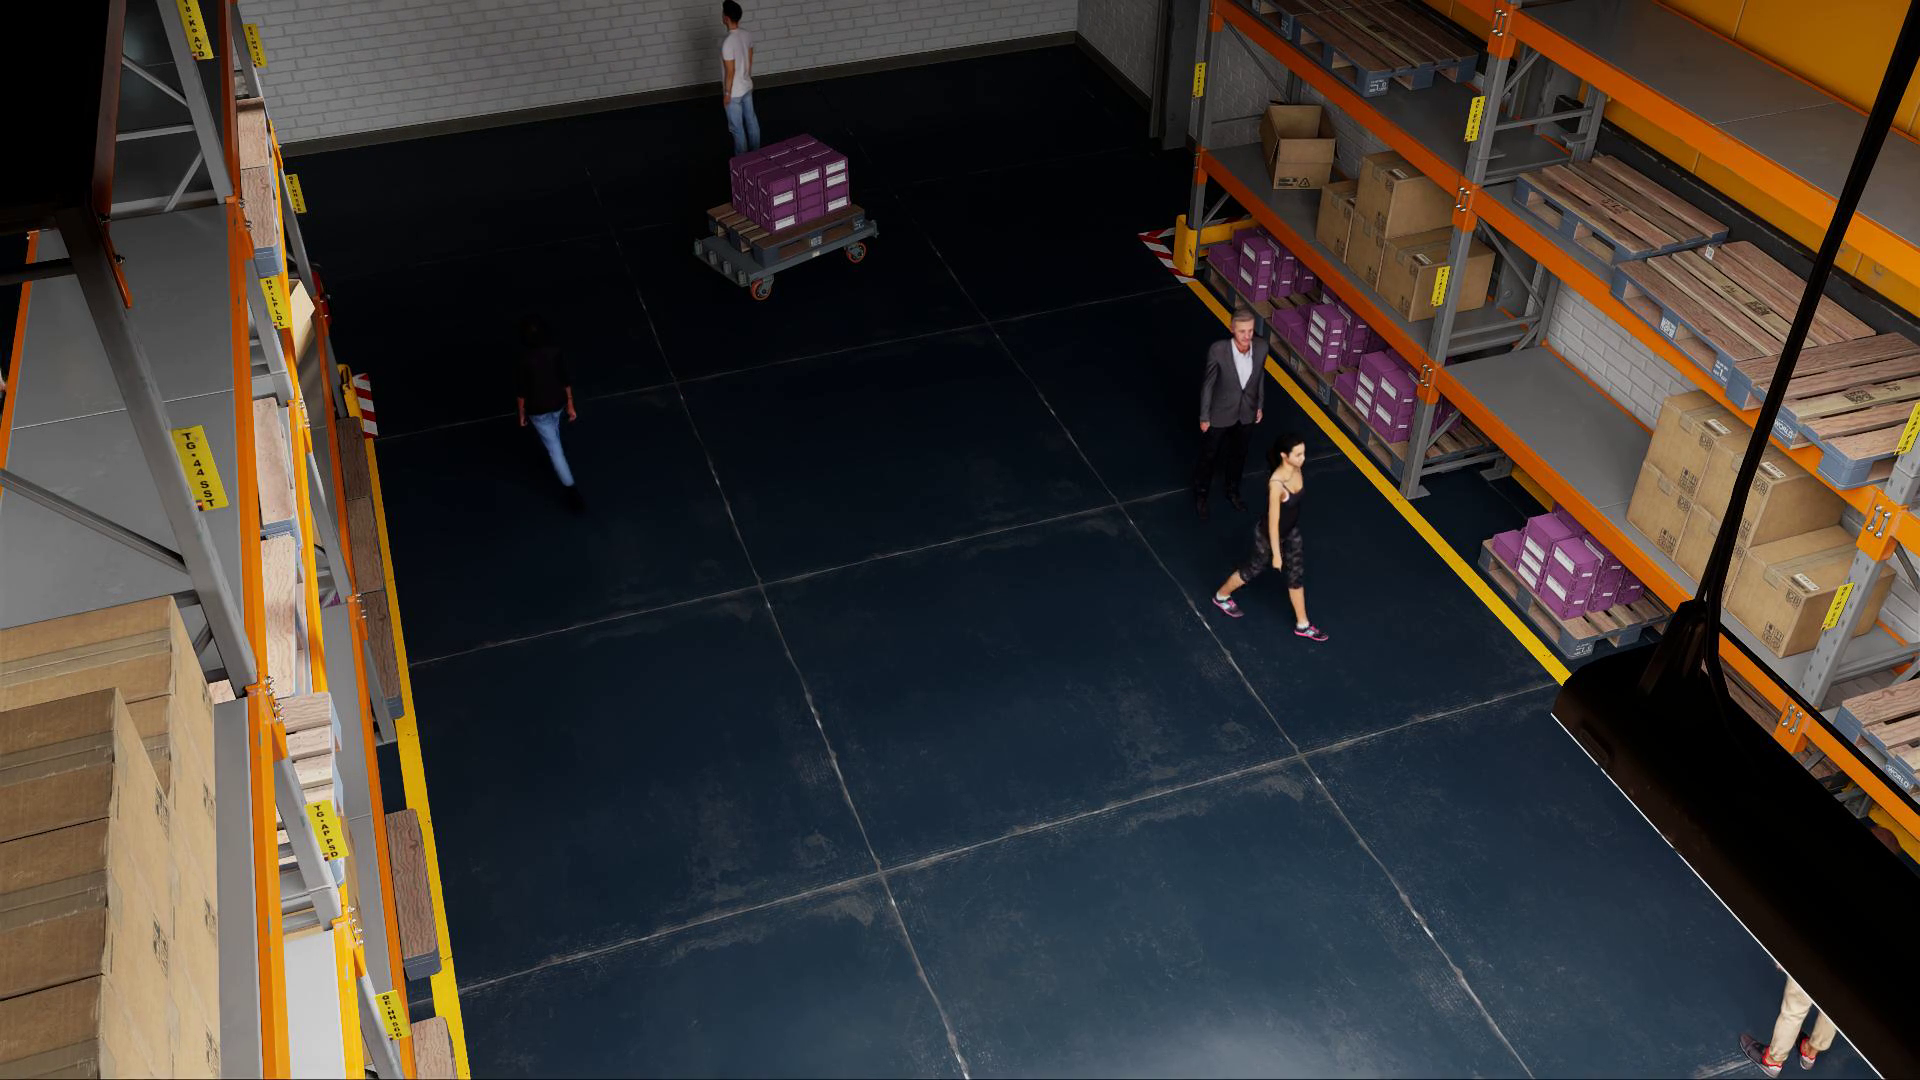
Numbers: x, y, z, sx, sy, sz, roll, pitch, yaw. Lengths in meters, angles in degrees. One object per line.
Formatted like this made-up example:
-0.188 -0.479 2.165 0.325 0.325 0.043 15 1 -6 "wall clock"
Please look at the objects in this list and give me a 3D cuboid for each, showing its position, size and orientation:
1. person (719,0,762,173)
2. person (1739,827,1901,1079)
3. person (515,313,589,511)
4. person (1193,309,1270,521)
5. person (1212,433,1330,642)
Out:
-2.362 -4.830 17.713 0.801 1.866 0.750 18 42 21 "person"
4.662 2.229 8.885 0.677 1.852 0.588 -6 39 -7 "person"
-3.201 -0.971 13.050 0.839 1.656 1.197 -27 46 -29 "person"
2.117 -1.005 12.944 0.720 1.840 0.588 -11 40 -14 "person"
2.165 -0.041 11.868 1.190 1.676 0.988 25 45 28 "person"
